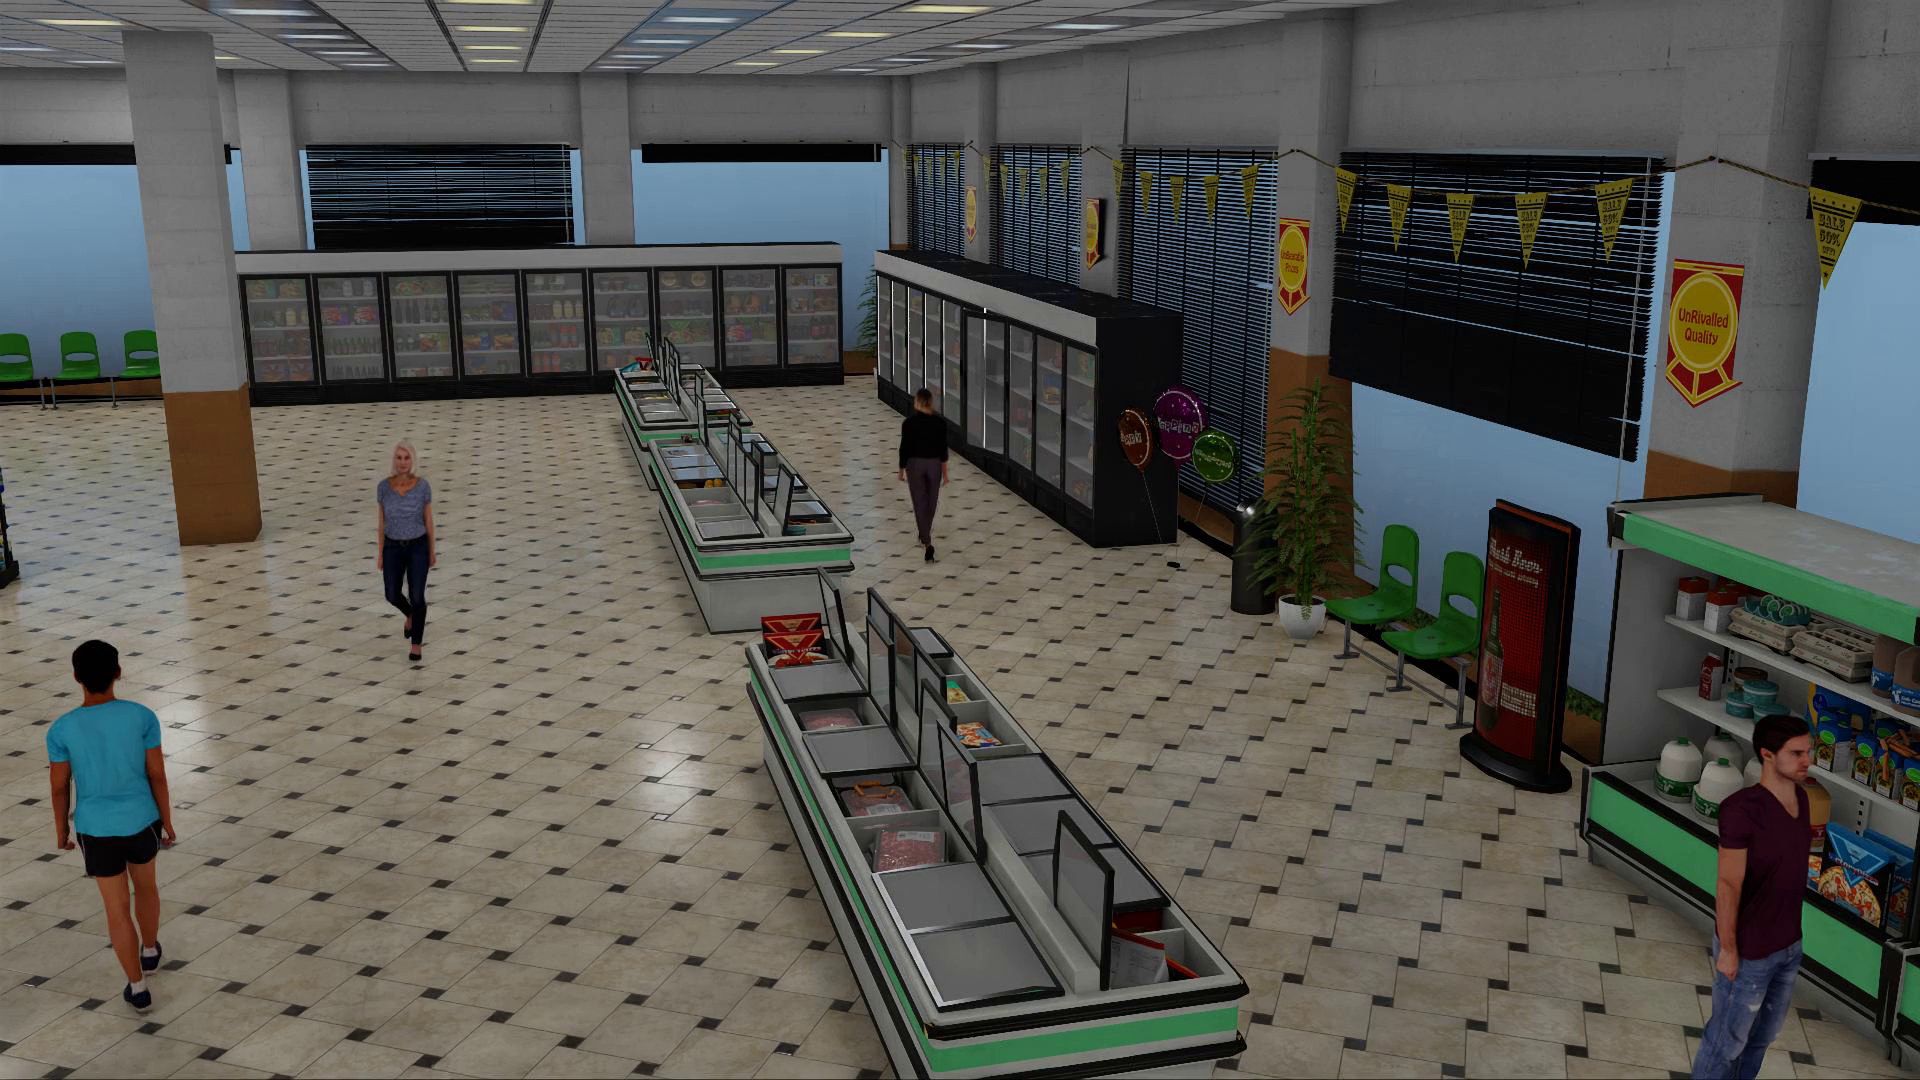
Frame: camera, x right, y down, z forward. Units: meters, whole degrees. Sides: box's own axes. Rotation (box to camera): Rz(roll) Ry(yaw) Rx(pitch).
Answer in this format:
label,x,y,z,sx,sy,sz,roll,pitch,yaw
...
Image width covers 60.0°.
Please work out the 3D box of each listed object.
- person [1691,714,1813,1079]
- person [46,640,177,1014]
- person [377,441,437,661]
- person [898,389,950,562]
label,x,y,z,sx,sy,sz,roll,pitch,yaw
person,3.166,1.563,6.609,0.723,1.855,0.678,-9,16,-34
person,-3.871,1.354,7.672,0.788,1.761,0.927,-9,16,-32
person,-4.351,0.064,13.097,0.653,1.710,0.858,-2,14,-8
person,-0.324,-0.585,15.952,0.596,1.626,0.719,-4,14,-14
